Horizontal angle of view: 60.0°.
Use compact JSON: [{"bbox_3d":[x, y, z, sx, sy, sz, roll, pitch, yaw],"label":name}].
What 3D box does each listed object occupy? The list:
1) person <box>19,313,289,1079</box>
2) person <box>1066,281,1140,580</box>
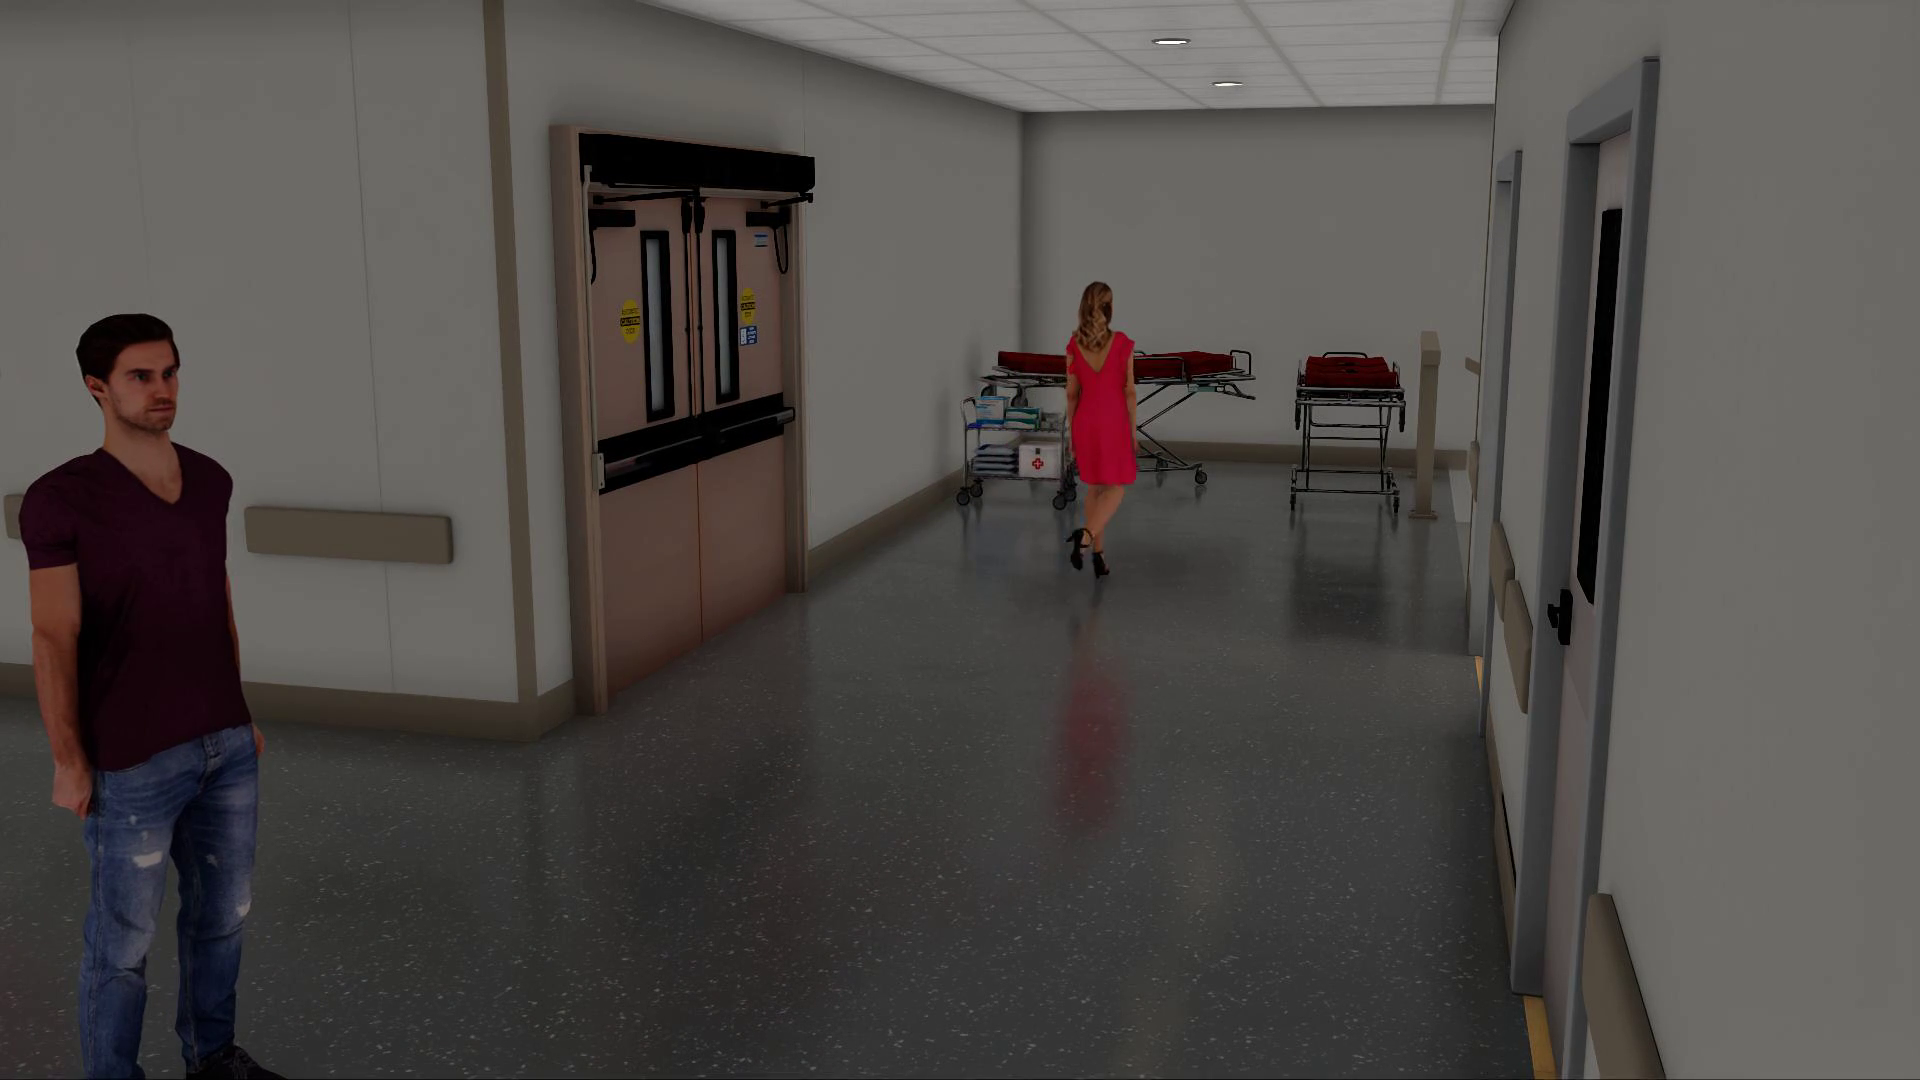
[{"bbox_3d":[-1.771,0.423,3.679,0.759,1.851,0.531,5,12,25],"label":"person"},{"bbox_3d":[0.772,-0.581,9.364,0.711,1.704,0.956,6,12,27],"label":"person"}]
